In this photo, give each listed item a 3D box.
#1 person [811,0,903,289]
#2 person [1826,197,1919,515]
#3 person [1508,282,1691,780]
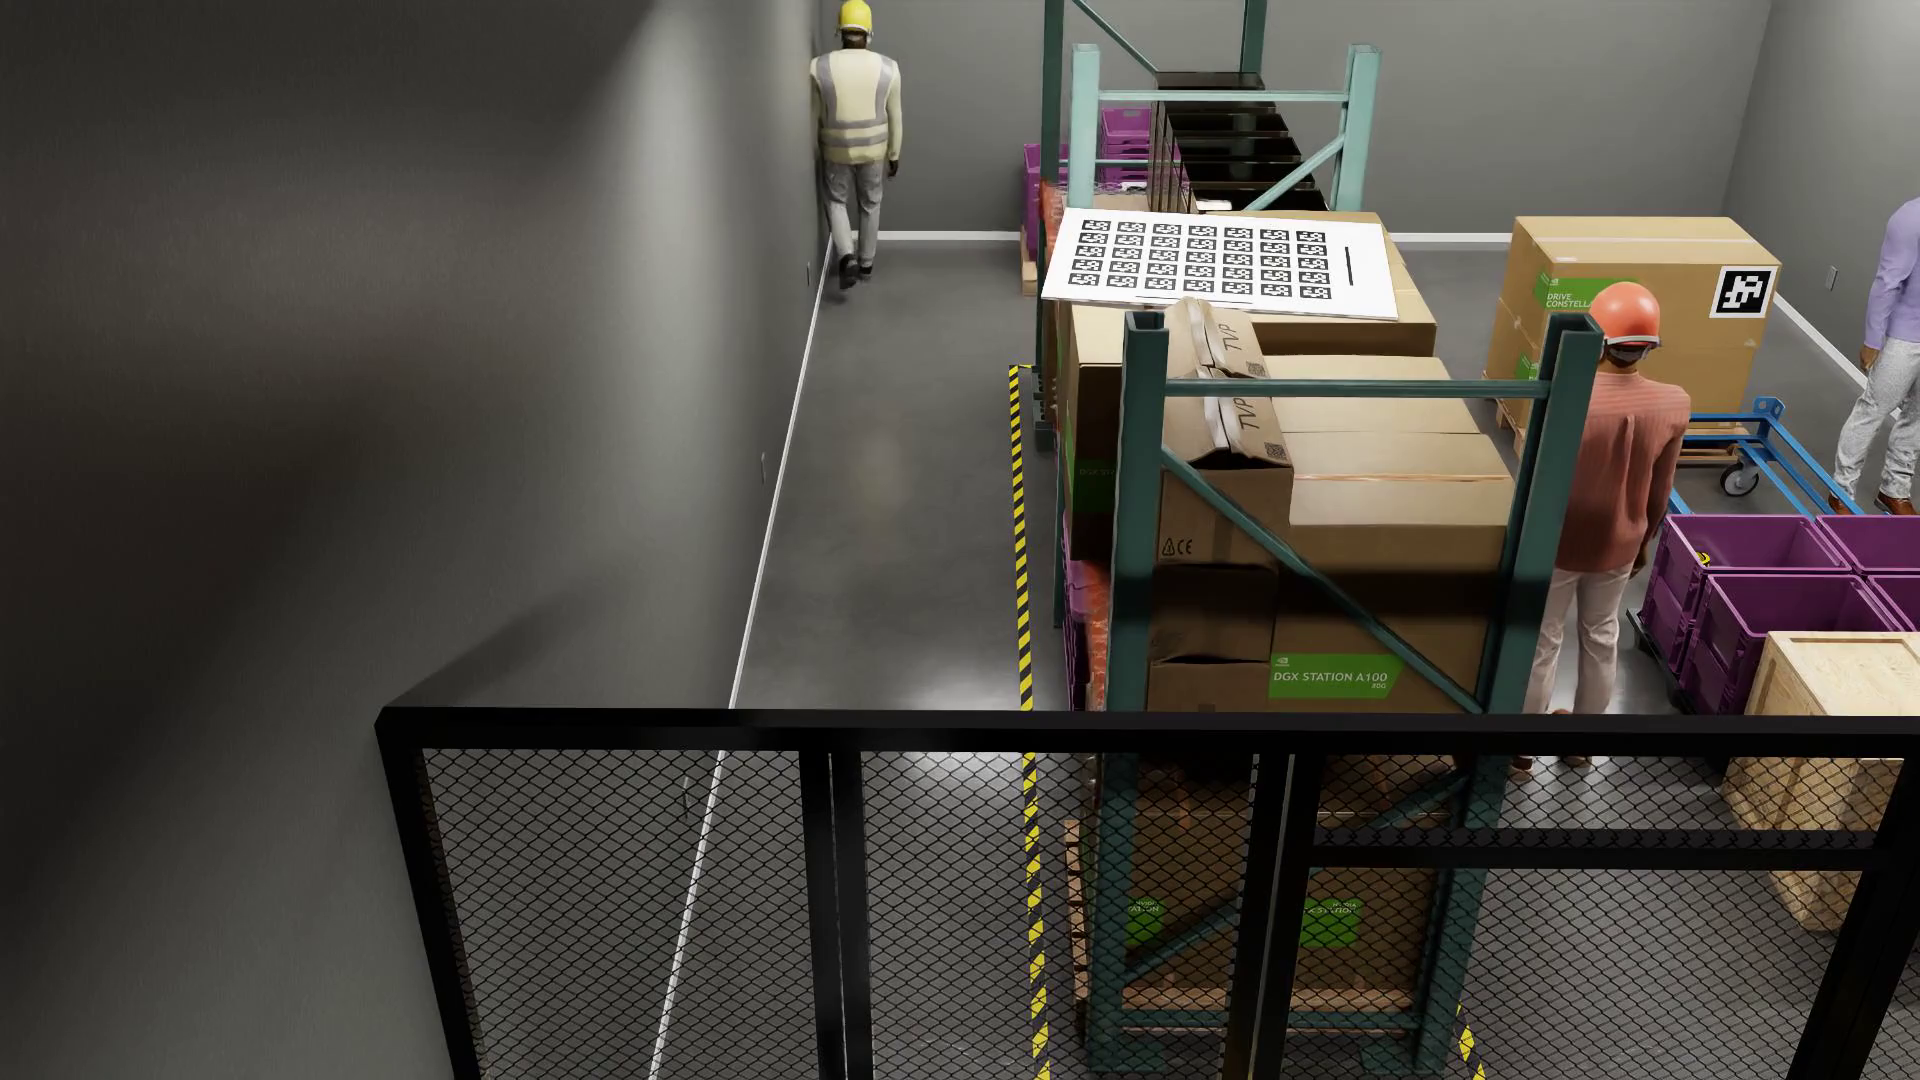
[{"bbox_3d":[-0.648,-2.440,10.381,0.607,1.818,0.611,-5,31,-8],"label":"person"},{"bbox_3d":[4.528,-0.945,7.785,0.630,1.940,0.372,-1,31,-2],"label":"person"},{"bbox_3d":[2.292,-0.004,6.168,0.616,1.993,0.395,-6,32,-10],"label":"person"}]
